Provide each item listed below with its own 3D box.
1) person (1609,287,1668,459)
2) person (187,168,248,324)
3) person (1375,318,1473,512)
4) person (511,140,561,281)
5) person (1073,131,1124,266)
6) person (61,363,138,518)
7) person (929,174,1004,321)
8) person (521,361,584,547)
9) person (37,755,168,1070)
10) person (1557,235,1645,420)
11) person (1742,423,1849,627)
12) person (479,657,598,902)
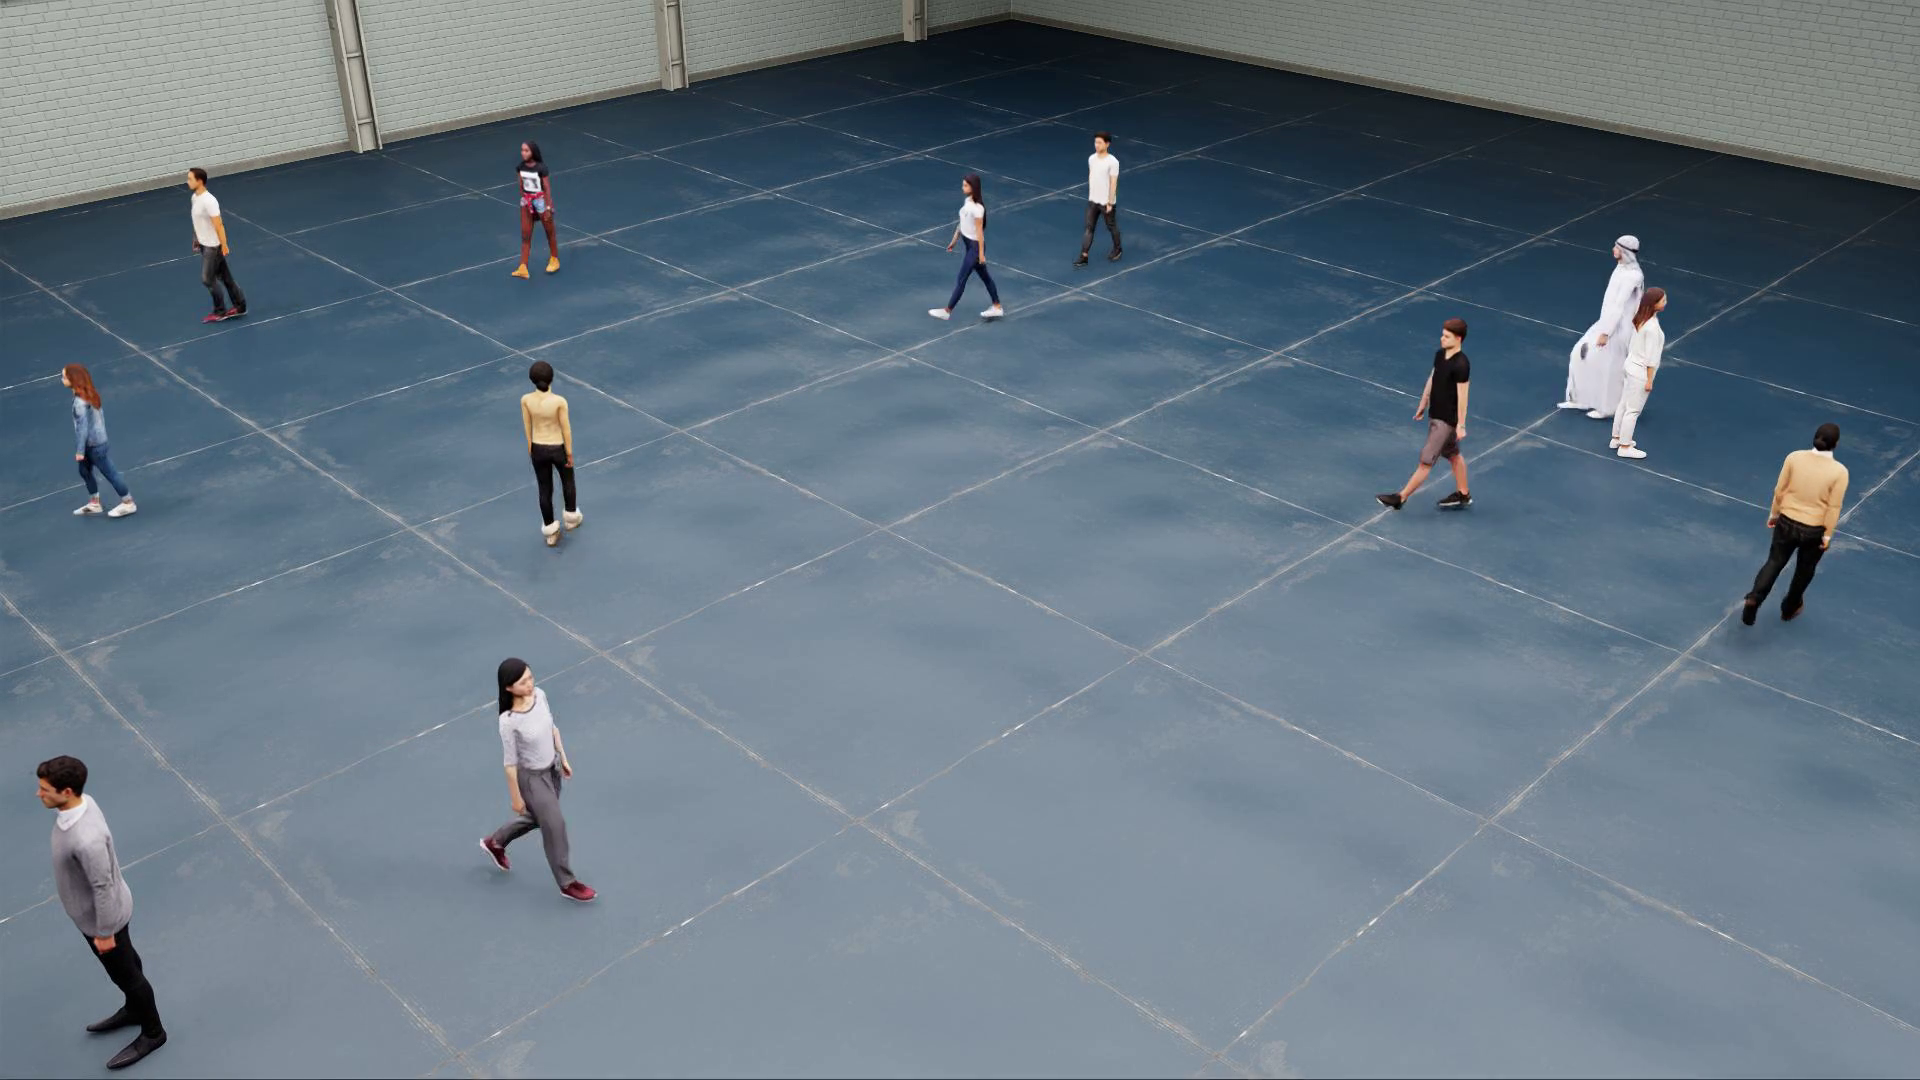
[{"bbox_3d":[6.514,-1.619,15.945,0.740,1.689,0.680,0,28,0],"label":"person"},{"bbox_3d":[-8.553,-3.429,19.242,0.783,1.785,0.678,-21,35,-34],"label":"person"},{"bbox_3d":[4.399,-1.080,14.799,1.292,1.815,1.151,-4,28,-7],"label":"person"},{"bbox_3d":[-5.191,-4.115,20.626,0.959,1.695,1.174,7,29,13],"label":"person"},{"bbox_3d":[1.862,-4.315,21.022,0.667,1.675,1.106,23,36,37],"label":"person"},{"bbox_3d":[-7.625,-0.885,14.810,0.818,1.459,0.708,-14,31,-24],"label":"person"},{"bbox_3d":[0.259,-3.327,19.122,1.199,1.718,0.996,-6,29,-11],"label":"person"},{"bbox_3d":[-3.549,-0.722,14.311,0.849,1.641,0.911,-1,28,-1],"label":"person"},{"bbox_3d":[-4.627,1.965,8.967,0.668,1.923,0.768,-19,34,-32],"label":"person"},{"bbox_3d":[6.627,-2.096,16.606,1.012,1.909,0.959,1,28,2],"label":"person"},{"bbox_3d":[6.548,-0.079,13.006,1.007,1.734,0.659,-23,36,-37],"label":"person"},{"bbox_3d":[-2.669,1.443,10.175,0.999,1.709,1.079,8,29,14],"label":"person"}]
